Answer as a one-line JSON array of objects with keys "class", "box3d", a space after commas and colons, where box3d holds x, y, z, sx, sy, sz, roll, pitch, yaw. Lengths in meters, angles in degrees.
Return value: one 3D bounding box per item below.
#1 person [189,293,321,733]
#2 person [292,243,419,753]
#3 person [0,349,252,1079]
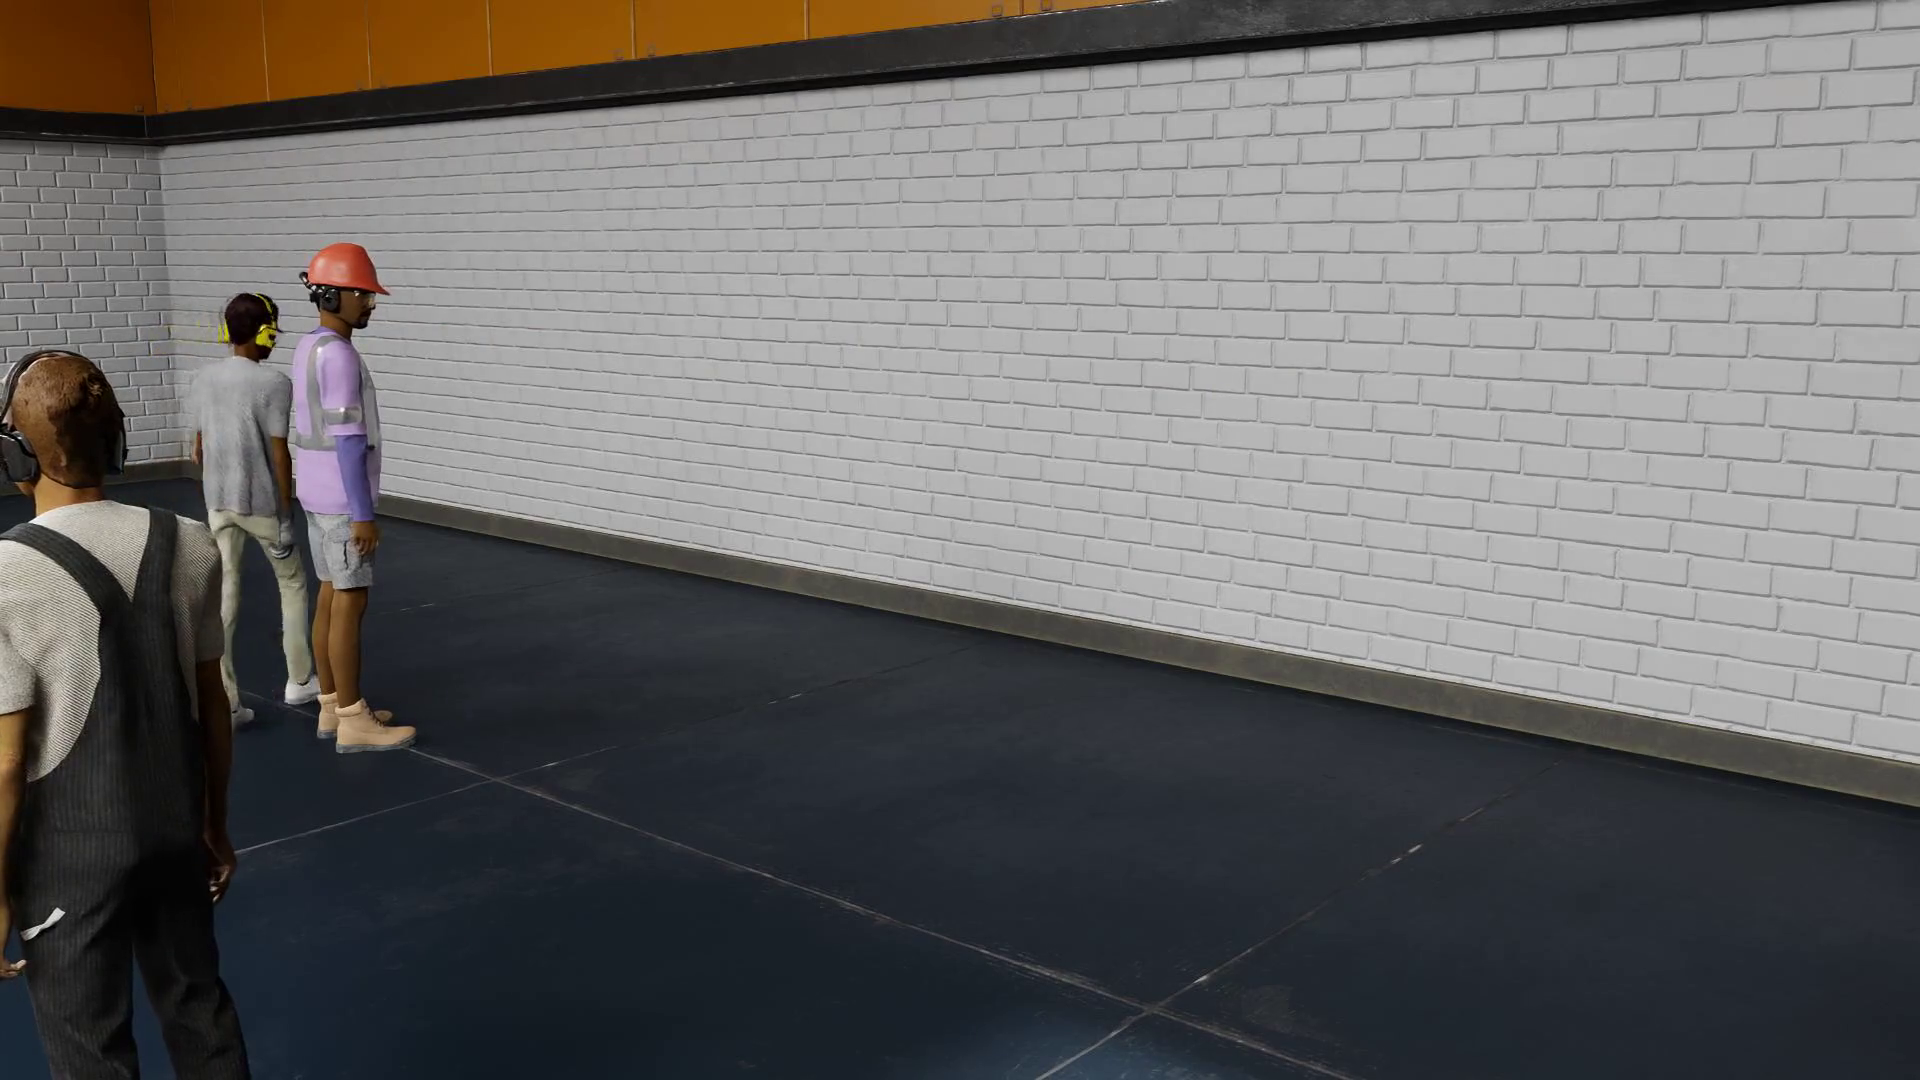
[{"class": "person", "box3d": [-3.020, -0.134, 7.150, 0.551, 1.825, 0.848, 1, 10, 7]}, {"class": "person", "box3d": [-2.473, -0.167, 6.738, 0.395, 2.039, 0.608, -6, 12, -31]}, {"class": "person", "box3d": [-1.554, 0.579, 3.040, 0.332, 1.844, 0.508, 5, 11, 28]}]
